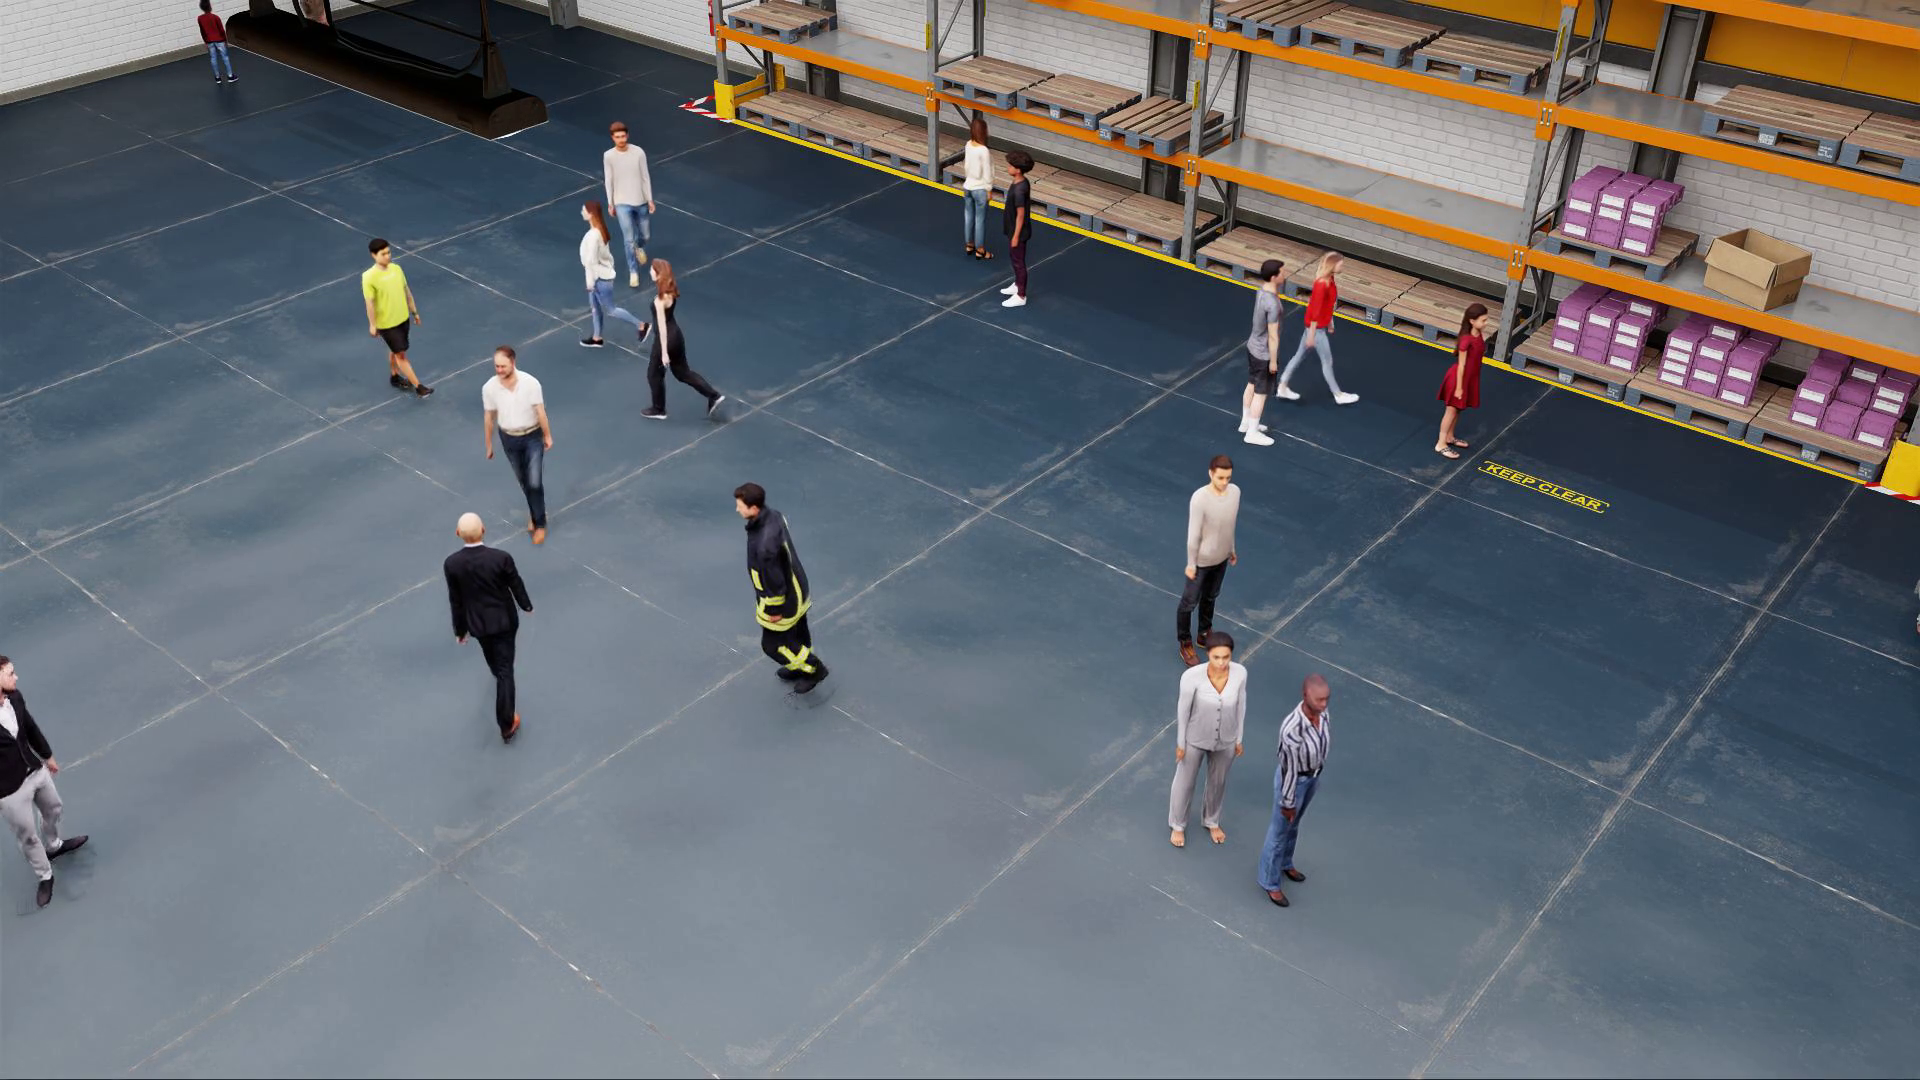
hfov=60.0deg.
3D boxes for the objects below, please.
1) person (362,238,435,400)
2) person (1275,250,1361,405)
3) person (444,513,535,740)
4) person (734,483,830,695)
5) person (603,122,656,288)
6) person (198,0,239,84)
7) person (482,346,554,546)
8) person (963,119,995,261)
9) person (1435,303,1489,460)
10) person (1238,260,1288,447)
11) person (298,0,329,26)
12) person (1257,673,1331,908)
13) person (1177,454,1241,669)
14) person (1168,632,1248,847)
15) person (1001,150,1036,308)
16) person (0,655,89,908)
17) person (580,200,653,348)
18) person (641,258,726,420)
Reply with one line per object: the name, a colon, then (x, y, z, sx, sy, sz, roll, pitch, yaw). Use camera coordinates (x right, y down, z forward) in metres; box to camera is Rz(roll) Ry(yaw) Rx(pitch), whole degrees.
person: (-5.784, -2.255, 16.758, 1.032, 1.682, 0.761, 17, 37, 24)
person: (3.470, -2.096, 16.543, 1.165, 1.655, 0.917, 9, 35, 13)
person: (-3.468, 0.660, 12.309, 1.216, 1.751, 1.251, -1, 34, -2)
person: (-1.300, 0.375, 12.622, 1.108, 1.881, 1.050, -4, 34, -5)
person: (-3.775, -3.881, 19.019, 0.942, 1.888, 1.054, -10, 35, -15)
person: (-11.243, -7.542, 25.097, 0.587, 1.256, 0.643, -4, 34, -6)
person: (-3.823, -0.937, 14.632, 0.913, 1.840, 0.968, 3, 34, 5)
person: (0.199, -4.136, 19.589, 0.734, 1.680, 0.585, -20, 38, -27)
person: (4.775, -1.542, 15.802, 0.614, 1.553, 0.552, 21, 39, 28)
person: (2.897, -1.823, 15.936, 0.776, 1.872, 0.719, -2, 34, -4)
person: (-10.439, -8.781, 26.717, 1.148, 1.794, 1.142, 5, 34, 8)
person: (2.191, 1.595, 10.864, 0.528, 1.794, 0.618, 23, 40, 31)
person: (1.939, 0.127, 13.012, 0.710, 1.863, 0.664, -21, 39, -28)
person: (1.689, 1.329, 11.318, 0.703, 1.735, 0.754, -4, 34, -6)
person: (0.650, -3.488, 18.521, 0.767, 1.784, 0.723, 0, 34, 0)
person: (-6.207, 1.586, 10.864, 0.775, 1.810, 0.868, 19, 38, 26)
person: (-3.703, -2.762, 17.529, 1.104, 1.673, 1.022, -1, 34, -2)
person: (-2.751, -1.921, 16.221, 1.166, 1.720, 0.974, 4, 34, 6)
